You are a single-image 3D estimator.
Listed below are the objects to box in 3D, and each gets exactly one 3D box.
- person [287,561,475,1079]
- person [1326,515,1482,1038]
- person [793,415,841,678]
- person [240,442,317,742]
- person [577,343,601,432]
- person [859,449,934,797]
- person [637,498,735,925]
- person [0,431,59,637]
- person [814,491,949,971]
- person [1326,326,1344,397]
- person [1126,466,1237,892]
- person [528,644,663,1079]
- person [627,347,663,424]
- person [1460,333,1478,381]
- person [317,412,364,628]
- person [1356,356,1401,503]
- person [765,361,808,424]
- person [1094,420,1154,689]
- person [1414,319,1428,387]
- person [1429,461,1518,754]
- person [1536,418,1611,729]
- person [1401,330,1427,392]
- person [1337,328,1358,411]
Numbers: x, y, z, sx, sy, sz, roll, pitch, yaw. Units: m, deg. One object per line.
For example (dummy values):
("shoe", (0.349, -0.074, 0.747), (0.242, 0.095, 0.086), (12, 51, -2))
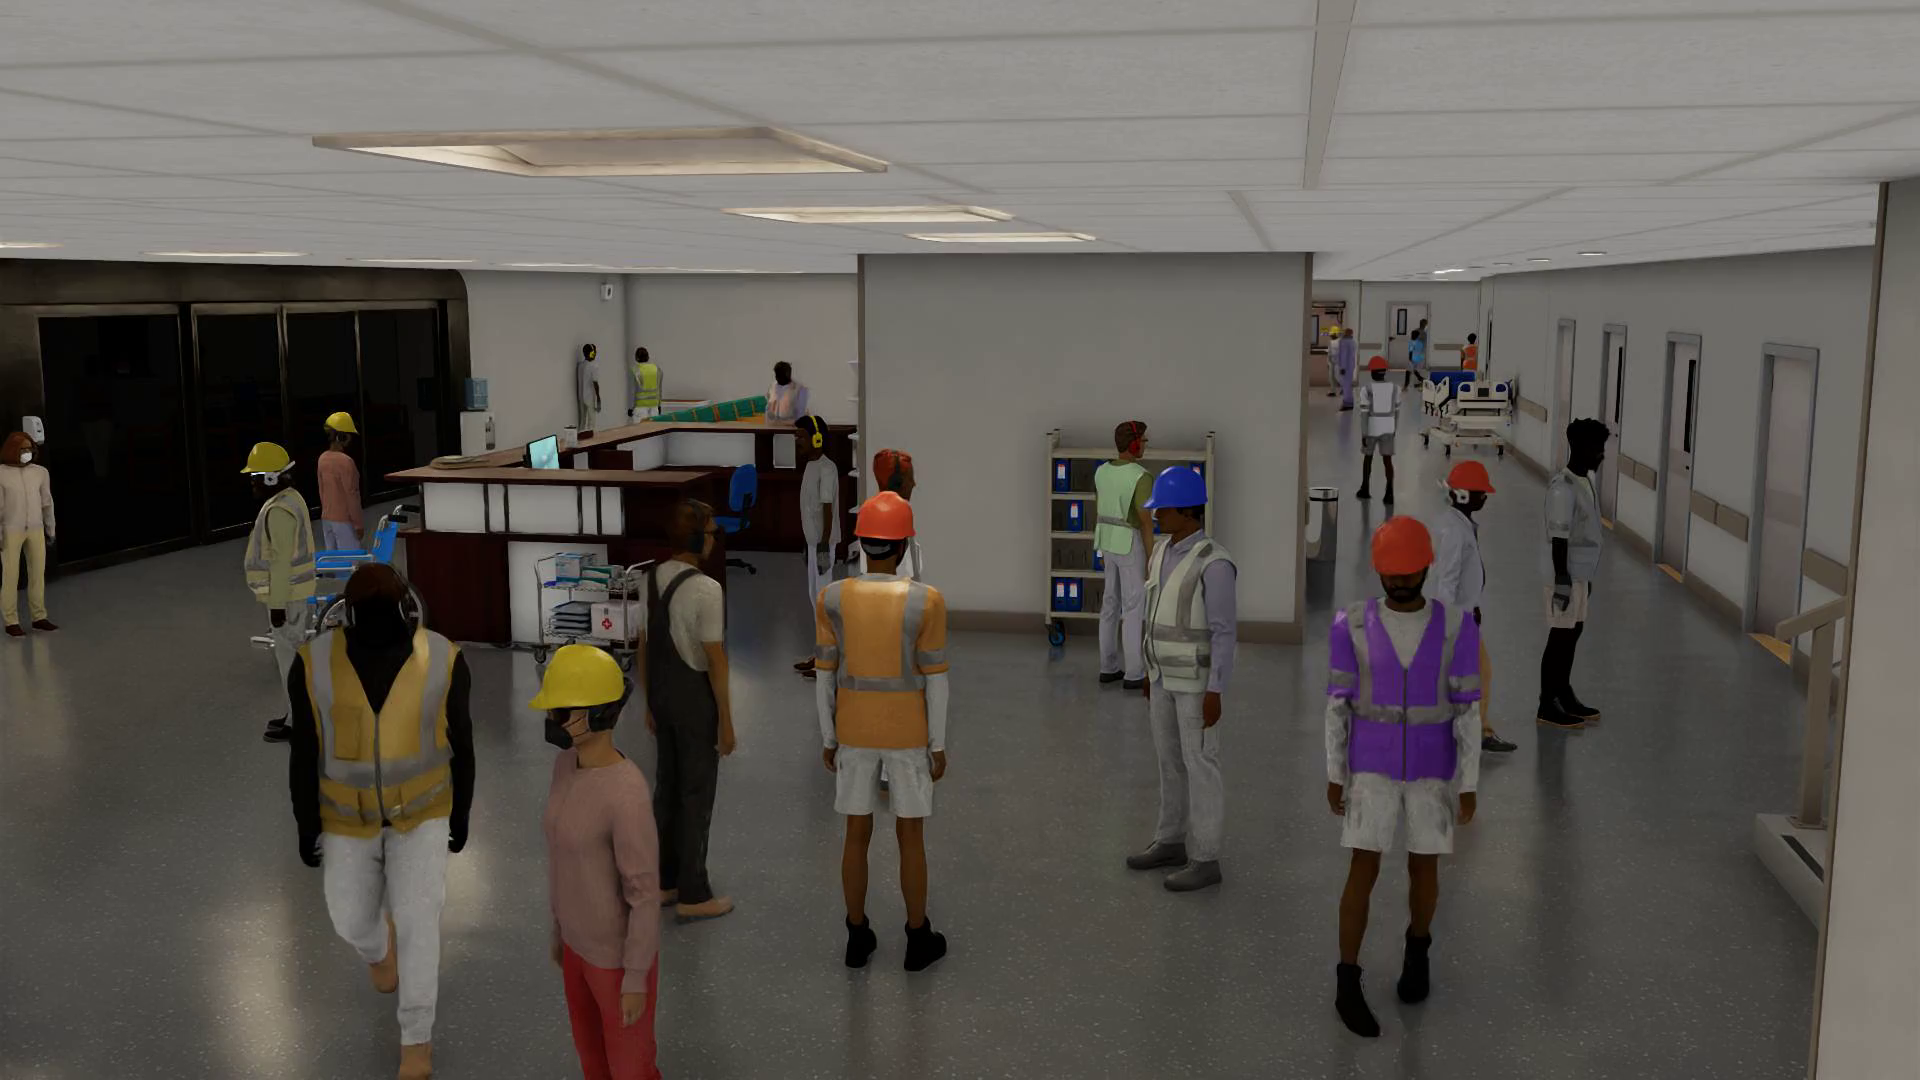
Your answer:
("person", (-2.052, 0.949, 5.953), (0.619, 1.815, 0.751), (-2, 9, -14))
("person", (1.653, 0.866, 6.226), (0.572, 1.920, 0.537), (2, 9, 11))
("person", (-1.012, 0.042, 11.805), (0.326, 1.862, 0.508), (-3, 9, -19))
("person", (-4.134, 0.312, 10.139), (0.403, 1.824, 0.597), (-3, 9, -17))
("person", (-6.100, -2.288, 27.288), (0.518, 1.860, 0.341), (6, 10, 33))
("person", (-0.368, 0.450, 9.034), (0.356, 1.879, 0.573), (-3, 9, -19))
("person", (-1.191, 0.736, 7.269), (0.519, 1.844, 0.356), (7, 11, 40))
("person", (-7.438, -0.052, 13.215), (0.285, 1.627, 0.504), (5, 10, 30))
("person", (-0.306, 0.769, 6.713), (0.547, 1.938, 0.377), (2, 9, 13))
("person", (9.628, -4.563, 42.530), (0.539, 1.810, 0.635), (-6, 10, -34))
("person", (1.022, 0.625, 7.643), (0.395, 1.943, 0.617), (-4, 9, -24))
("person", (-1.024, 1.159, 4.693), (0.328, 1.769, 0.526), (-6, 11, -36))
("person", (-4.963, -2.107, 26.143), (0.621, 1.840, 0.430), (-8, 12, -42))
("person", (12.364, -4.159, 40.215), (0.557, 1.683, 0.369), (4, 9, 25))
("person", (-4.951, -0.145, 13.366), (0.523, 1.767, 0.313), (7, 11, 41))
("person", (5.423, -1.433, 21.496), (0.541, 1.892, 0.950), (0, 9, 1))
("person", (-2.282, -1.371, 21.334), (0.630, 1.821, 0.700), (3, 9, 21))
("person", (1.133, 0.102, 11.449), (0.389, 1.847, 0.563), (-6, 10, -33))
("person", (12.914, -5.234, 46.606), (0.385, 1.929, 0.636), (4, 9, 24))
("person", (3.046, 0.400, 9.832), (0.714, 1.726, 0.588), (3, 9, 17))
("person", (3.835, 0.207, 10.420), (0.389, 1.951, 0.613), (6, 10, 33))
("person", (12.227, -4.800, 44.608), (0.590, 1.651, 0.691), (-8, 11, -41))
("person", (8.762, -3.876, 37.818), (0.396, 1.864, 0.762), (5, 10, 32))
